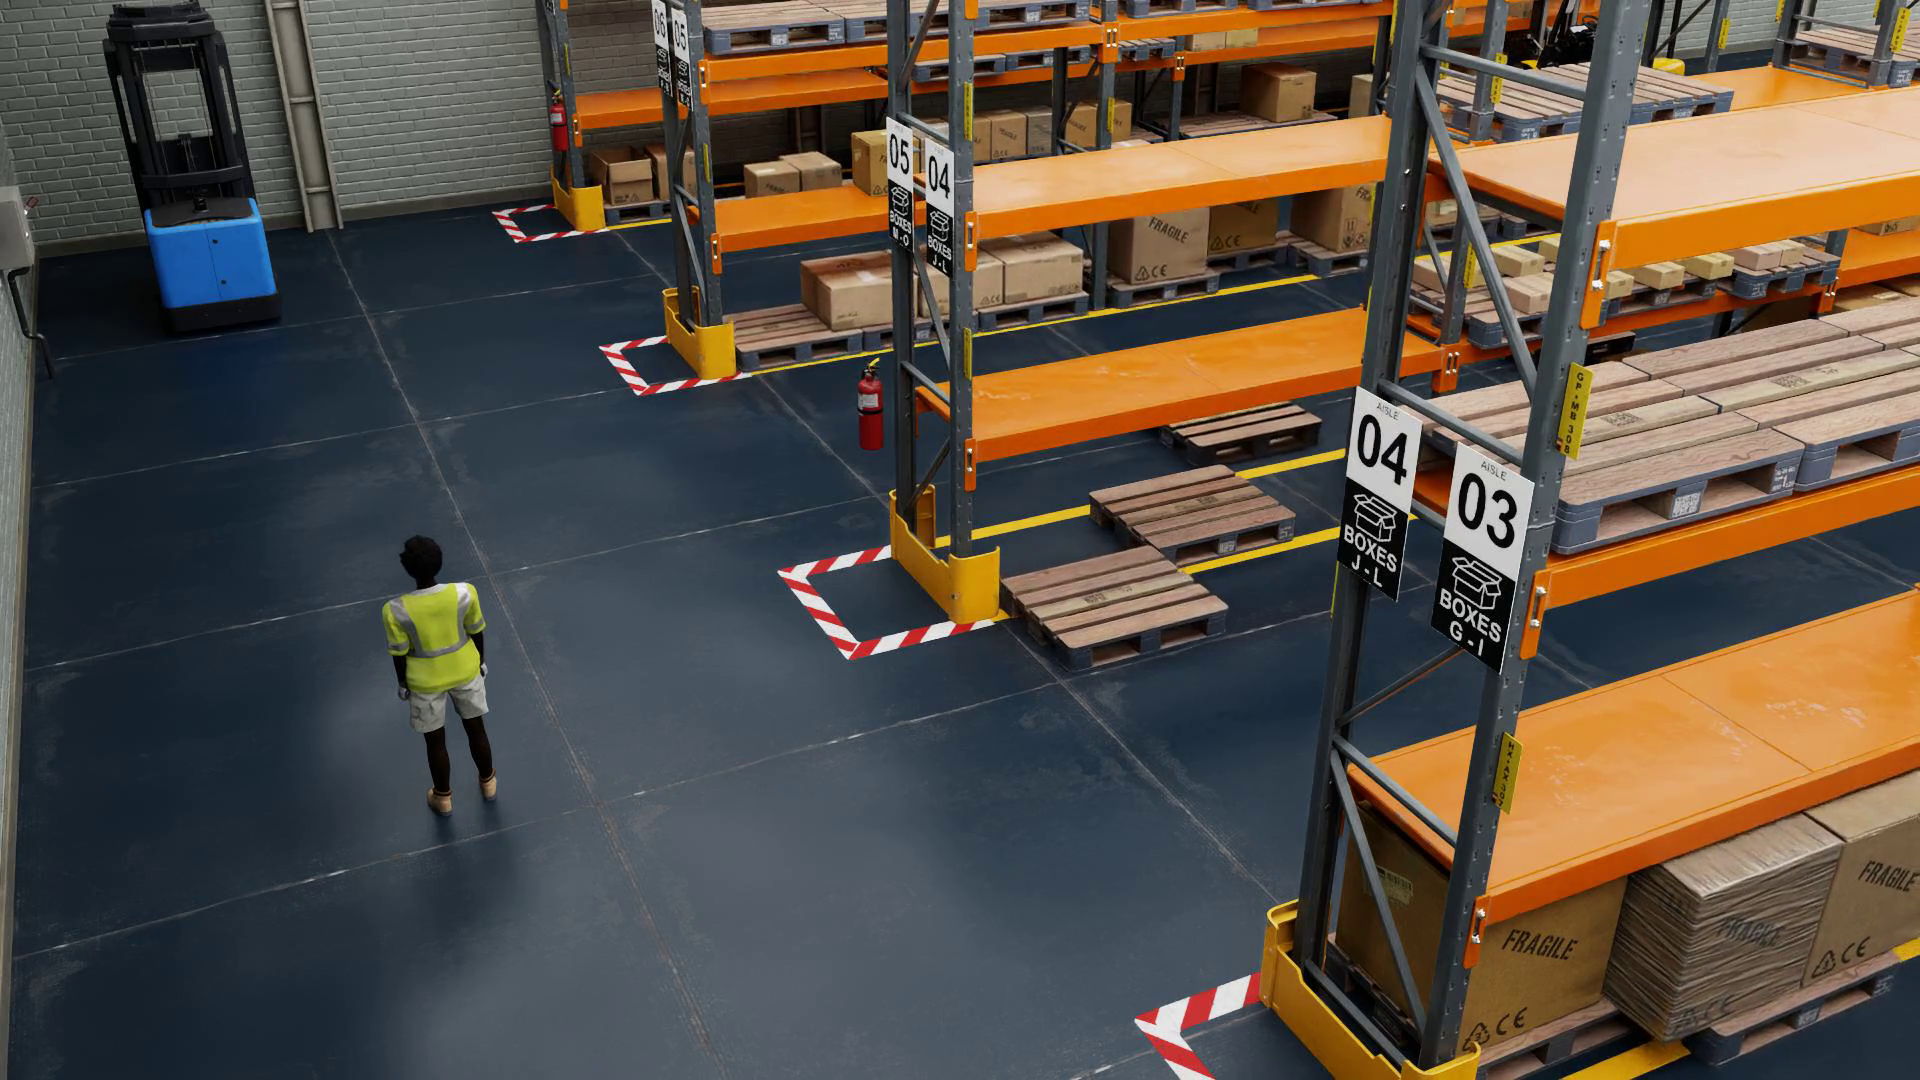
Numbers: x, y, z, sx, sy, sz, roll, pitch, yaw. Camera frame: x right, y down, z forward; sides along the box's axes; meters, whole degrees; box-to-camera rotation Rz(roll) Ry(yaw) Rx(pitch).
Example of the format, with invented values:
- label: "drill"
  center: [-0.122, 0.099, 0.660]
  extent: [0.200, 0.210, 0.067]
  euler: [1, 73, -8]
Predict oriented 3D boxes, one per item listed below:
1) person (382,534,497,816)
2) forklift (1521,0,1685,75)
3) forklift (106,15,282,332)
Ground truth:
- label: "person"
  center: [-2.839, 0.741, 9.128]
  extent: [0.534, 1.699, 0.318]
  euler: [-16, 32, -28]
- label: "forklift"
  center: [8.950, -6.807, 23.056]
  extent: [1.214, 2.155, 2.313]
  euler: [-12, 30, -22]
- label: "forklift"
  center: [-7.548, -3.672, 16.323]
  extent: [1.129, 2.768, 1.873]
  euler: [-12, 30, -22]
